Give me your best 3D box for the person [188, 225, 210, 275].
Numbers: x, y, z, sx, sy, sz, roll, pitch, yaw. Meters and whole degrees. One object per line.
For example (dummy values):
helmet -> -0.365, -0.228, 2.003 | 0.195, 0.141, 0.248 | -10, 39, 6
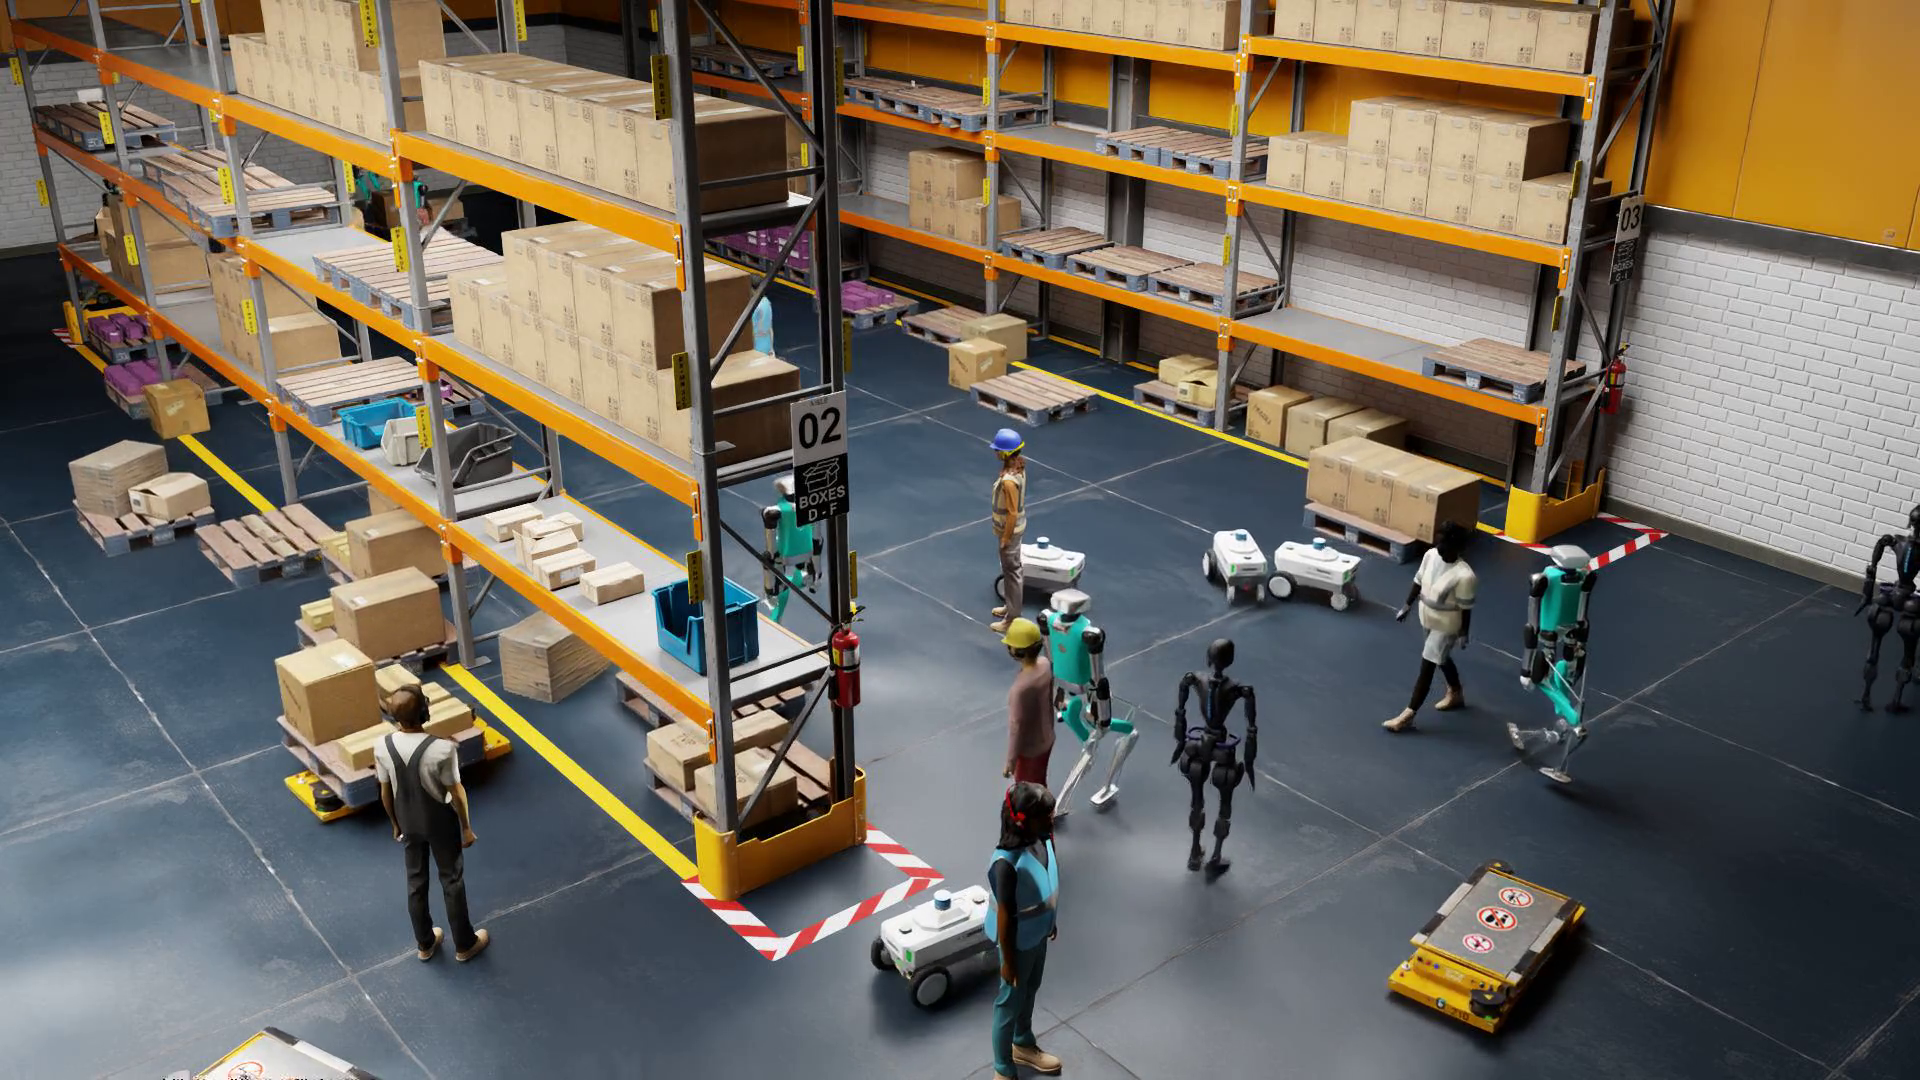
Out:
person -> -10.650, -4.076, 23.252 | 0.843, 1.718, 0.562 | 1, 23, 2

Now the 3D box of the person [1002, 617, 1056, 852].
person -> 0.430, 1.318, 10.718 | 0.357, 1.756, 0.533 | 9, 25, 20

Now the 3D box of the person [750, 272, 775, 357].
person -> -2.230, -2.151, 18.757 | 0.674, 1.747, 0.494 | 6, 24, 13

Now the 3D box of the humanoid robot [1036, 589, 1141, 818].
humanoid robot -> 0.918, 1.082, 11.286 | 0.546, 1.752, 0.895 | 22, 31, 40

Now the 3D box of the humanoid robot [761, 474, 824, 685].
humanoid robot -> -1.446, 0.251, 13.266 | 0.535, 1.770, 1.022 | -17, 29, -34

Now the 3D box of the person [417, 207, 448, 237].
person -> -6.786, -3.336, 21.328 | 0.435, 1.884, 0.664 | 8, 25, 18

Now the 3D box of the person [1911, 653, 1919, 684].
person -> 7.802, 0.267, 12.943 | 0.549, 1.922, 0.387 | 15, 27, 30

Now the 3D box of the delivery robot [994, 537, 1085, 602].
delivery robot -> 0.707, 0.258, 14.664 | 0.749, 0.578, 0.509 | 9, 25, 20

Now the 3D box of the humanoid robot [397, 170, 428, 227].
humanoid robot -> -8.031, -4.396, 24.070 | 0.541, 1.846, 0.777 | 19, 30, 38

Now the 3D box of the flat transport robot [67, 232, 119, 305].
flat transport robot -> -12.022, -3.619, 24.023 | 1.431, 0.231, 0.659 | -10, 25, -22

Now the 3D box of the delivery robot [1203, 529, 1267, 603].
delivery robot -> 2.489, 0.195, 14.838 | 0.499, 0.599, 0.797 | -2, 23, -4

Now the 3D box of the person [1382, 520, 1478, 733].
person -> 3.579, 0.612, 12.476 | 0.843, 1.650, 0.540 | -9, 25, -19

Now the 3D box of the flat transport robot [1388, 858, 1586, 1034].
flat transport robot -> 3.205, 2.419, 10.042 | 0.659, 0.231, 1.431 | 18, 29, 35

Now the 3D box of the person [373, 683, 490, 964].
person -> -3.117, 1.673, 9.781 | 0.507, 1.847, 0.346 | 3, 23, 6

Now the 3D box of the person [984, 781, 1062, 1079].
person -> 0.338, 2.096, 8.771 | 0.391, 1.871, 0.522 | 12, 26, 25

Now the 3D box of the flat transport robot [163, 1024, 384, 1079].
flat transport robot -> -3.472, 2.997, 8.703 | 1.431, 0.231, 0.659 | 13, 26, 27

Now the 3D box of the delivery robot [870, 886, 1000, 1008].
delivery robot -> -0.114, 2.354, 9.838 | 0.802, 0.600, 0.499 | -15, 27, -31

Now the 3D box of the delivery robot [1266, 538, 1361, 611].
delivery robot -> 3.130, 0.264, 14.654 | 0.773, 0.582, 0.499 | 14, 27, 30

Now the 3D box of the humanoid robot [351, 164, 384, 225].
humanoid robot -> -9.985, -6.156, 28.093 | 0.531, 1.799, 0.797 | -16, 28, -32

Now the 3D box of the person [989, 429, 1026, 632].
person -> 0.395, -0.085, 13.934 | 0.311, 1.777, 0.484 | 2, 23, 6

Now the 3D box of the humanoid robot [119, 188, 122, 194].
humanoid robot -> -11.518, -3.928, 22.967 | 0.692, 1.851, 0.532 | -15, 27, -31

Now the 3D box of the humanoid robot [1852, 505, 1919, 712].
humanoid robot -> 7.148, 0.526, 12.661 | 0.601, 1.652, 0.355 | 19, 30, 37

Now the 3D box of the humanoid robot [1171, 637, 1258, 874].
humanoid robot -> 1.638, 1.368, 10.695 | 0.588, 1.647, 0.397 | 12, 26, 26

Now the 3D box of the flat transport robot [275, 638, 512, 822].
flat transport robot -> -4.045, 1.577, 11.991 | 1.431, 0.231, 0.659 | -20, 30, -39

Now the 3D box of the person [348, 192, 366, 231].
person -> -8.369, -3.923, 22.747 | 0.750, 1.849, 0.583 | 17, 28, 33

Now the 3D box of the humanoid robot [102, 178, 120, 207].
humanoid robot -> -12.242, -4.476, 24.232 | 0.609, 1.654, 0.422 | 8, 25, 18

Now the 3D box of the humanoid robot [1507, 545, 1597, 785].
humanoid robot -> 4.248, 0.927, 11.639 | 0.562, 1.735, 1.004 | -9, 25, -19
